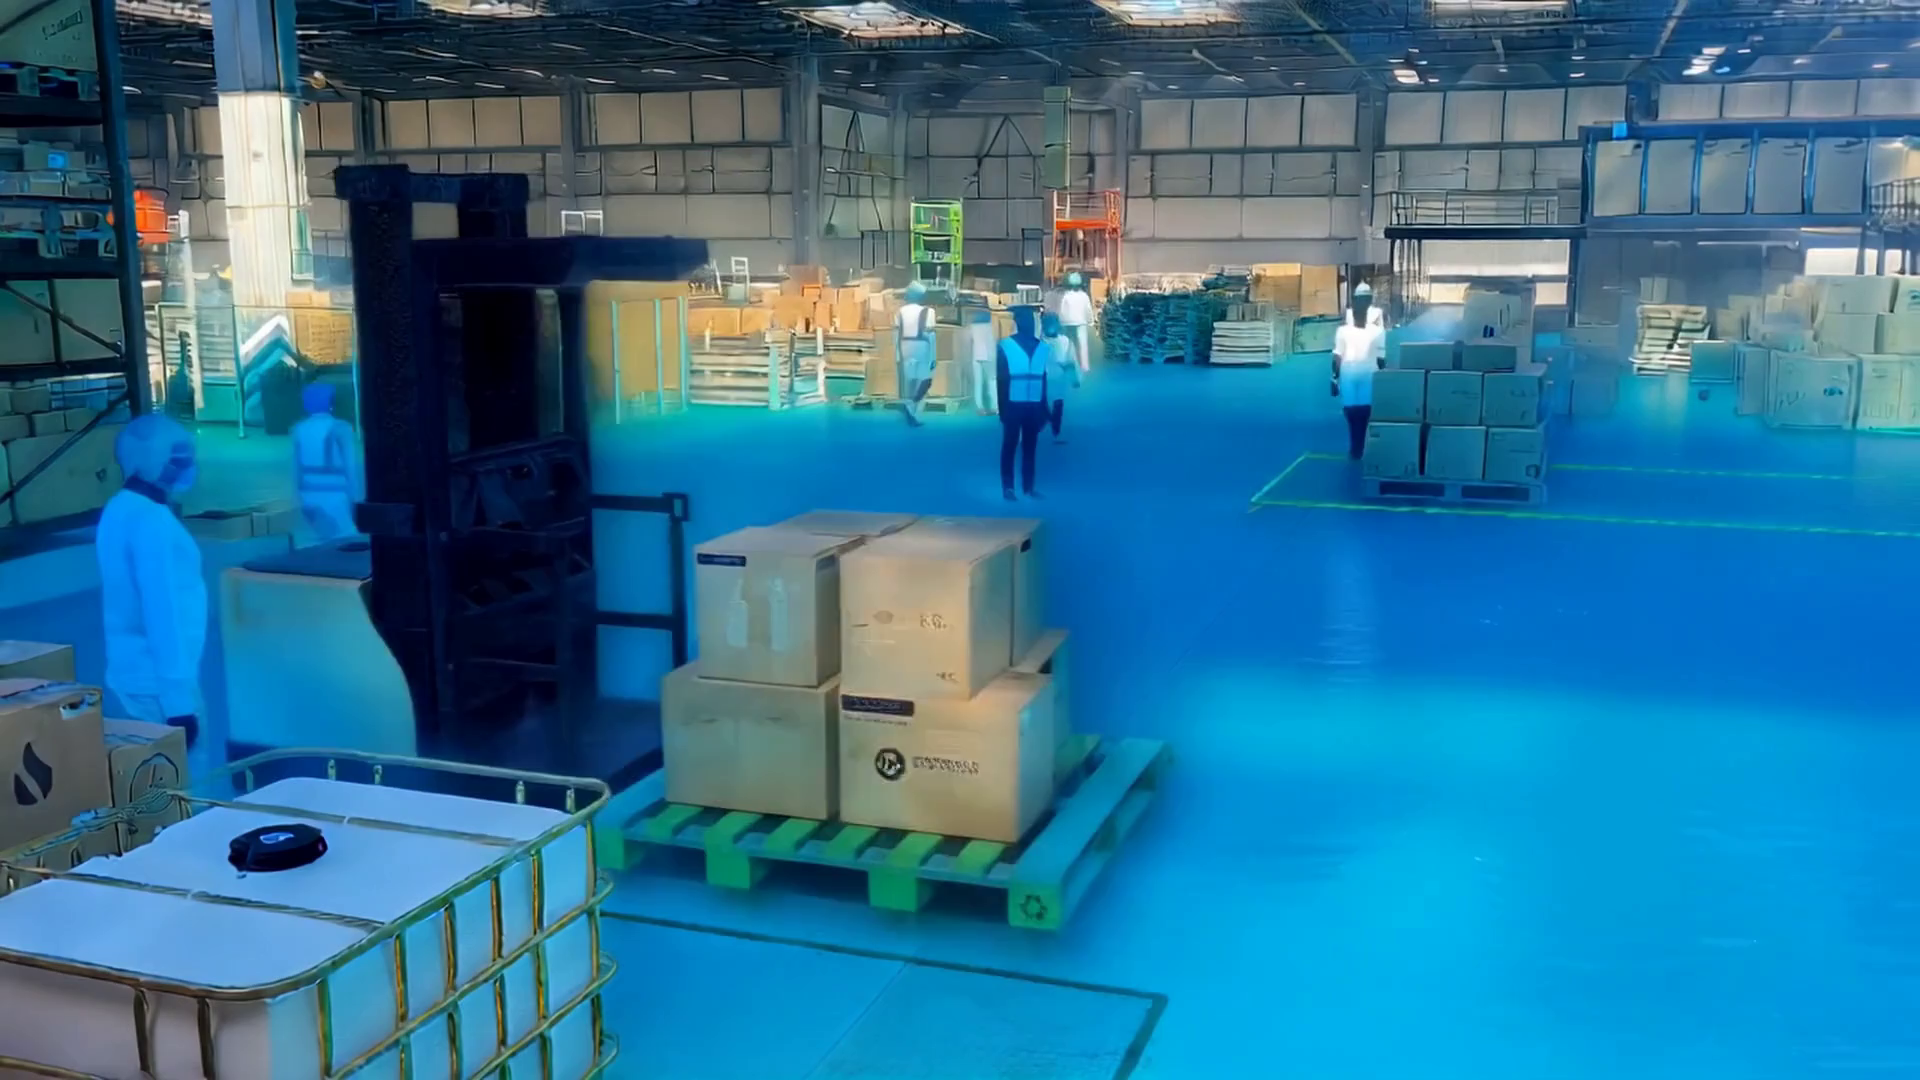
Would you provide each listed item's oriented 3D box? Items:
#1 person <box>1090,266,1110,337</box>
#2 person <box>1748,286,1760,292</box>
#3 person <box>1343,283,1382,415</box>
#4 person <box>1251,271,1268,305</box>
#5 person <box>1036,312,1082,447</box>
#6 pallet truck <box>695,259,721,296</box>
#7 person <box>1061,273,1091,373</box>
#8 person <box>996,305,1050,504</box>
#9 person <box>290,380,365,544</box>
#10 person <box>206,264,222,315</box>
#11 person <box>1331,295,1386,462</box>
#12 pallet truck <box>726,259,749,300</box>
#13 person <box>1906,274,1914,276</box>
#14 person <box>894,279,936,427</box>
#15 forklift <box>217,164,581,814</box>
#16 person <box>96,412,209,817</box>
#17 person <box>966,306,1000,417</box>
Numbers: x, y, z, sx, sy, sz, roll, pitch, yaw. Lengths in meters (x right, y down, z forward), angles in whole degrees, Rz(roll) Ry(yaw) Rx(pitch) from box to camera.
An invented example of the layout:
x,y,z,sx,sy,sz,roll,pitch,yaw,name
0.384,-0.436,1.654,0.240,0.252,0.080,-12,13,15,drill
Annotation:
x,y,z,sx,sy,sz,roll,pitch,yaw,name
3.803,-6.465,45.135,0.545,1.939,0.354,4,11,20,person
27.427,-8.512,57.524,0.497,1.625,0.287,6,12,32,person
5.940,-2.816,24.586,0.552,1.937,0.356,5,11,25,person
8.850,-7.095,49.259,0.513,1.729,0.372,3,11,17,person
1.176,-1.981,20.622,0.659,1.682,0.340,-3,10,-16,person
-9.165,-9.627,62.776,0.823,1.965,1.885,4,11,23,pallet truck
2.249,-4.261,32.645,0.639,1.968,0.744,-4,11,-20,person
0.613,-1.323,16.235,0.589,1.919,0.393,-6,12,-32,person
-4.180,-0.242,10.959,0.530,1.619,0.411,4,11,23,person
-26.126,-8.757,58.340,0.582,1.826,0.706,5,11,26,person
4.693,-1.919,19.560,0.607,1.939,0.908,4,11,23,person
-7.986,-9.493,62.019,0.823,1.965,1.885,3,11,17,pallet truck
19.717,-4.589,34.697,0.568,1.886,0.962,-1,10,-7,person
-0.614,-2.549,22.816,0.632,2.031,0.472,4,11,23,person
-2.257,-0.232,7.382,1.873,2.768,1.129,3,11,19,forklift
-2.759,0.522,5.786,0.372,1.939,0.631,-6,12,-31,person
0.378,-2.613,24.369,0.566,1.593,0.728,4,11,20,person
